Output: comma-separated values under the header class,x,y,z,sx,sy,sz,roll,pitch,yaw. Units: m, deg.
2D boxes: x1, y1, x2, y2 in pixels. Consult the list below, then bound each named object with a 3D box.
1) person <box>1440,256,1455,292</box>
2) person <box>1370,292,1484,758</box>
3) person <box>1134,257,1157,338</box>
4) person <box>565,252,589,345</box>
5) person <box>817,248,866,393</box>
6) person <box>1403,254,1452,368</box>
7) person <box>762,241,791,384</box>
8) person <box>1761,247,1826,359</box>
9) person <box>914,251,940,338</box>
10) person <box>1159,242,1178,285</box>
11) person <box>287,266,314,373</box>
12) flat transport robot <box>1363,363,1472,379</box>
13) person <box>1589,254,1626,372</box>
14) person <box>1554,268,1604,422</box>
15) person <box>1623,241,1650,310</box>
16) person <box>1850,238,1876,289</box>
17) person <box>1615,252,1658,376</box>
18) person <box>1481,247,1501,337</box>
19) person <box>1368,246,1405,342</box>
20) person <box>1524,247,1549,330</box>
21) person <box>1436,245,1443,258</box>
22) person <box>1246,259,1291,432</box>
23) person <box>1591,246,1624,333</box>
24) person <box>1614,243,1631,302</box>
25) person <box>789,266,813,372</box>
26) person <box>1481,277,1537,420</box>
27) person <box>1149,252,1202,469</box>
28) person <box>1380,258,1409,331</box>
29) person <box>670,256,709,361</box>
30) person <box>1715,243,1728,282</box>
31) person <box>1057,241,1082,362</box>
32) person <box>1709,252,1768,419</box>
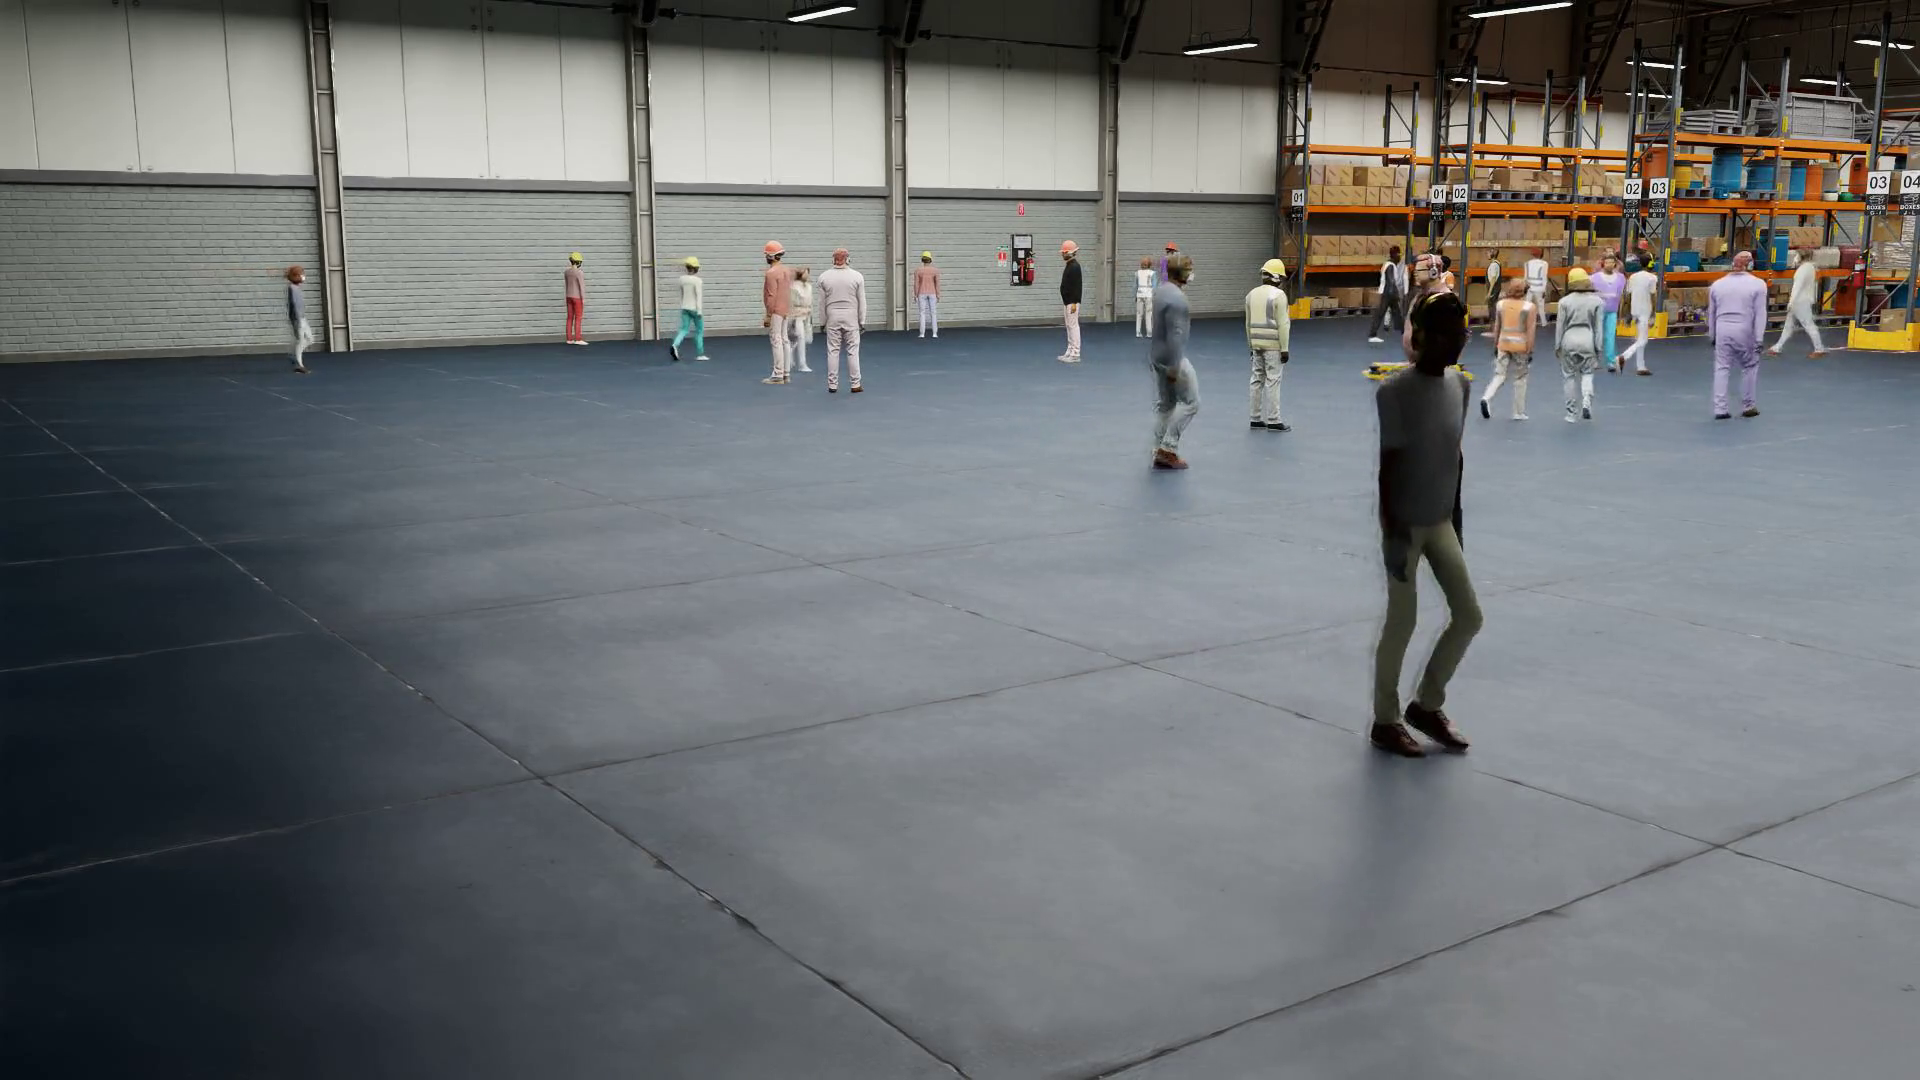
class,x,y,z,sx,sy,sz,roll,pitch,yaw
person,9.144,-4.522,31.491,0.319,1.697,0.533,-2,11,-13
person,1.834,-0.041,6.531,0.538,1.842,0.476,-6,12,-29
person,3.784,-4.940,33.938,0.520,1.639,0.312,8,13,39
person,-7.322,-4.601,31.759,0.520,1.761,0.334,7,13,36
person,-1.550,-2.898,22.018,0.640,1.909,0.409,1,10,4
person,4.026,-1.508,14.396,0.399,1.909,0.642,-2,10,-8
person,-2.584,-3.188,23.357,0.379,1.996,0.610,3,11,17
person,14.220,-4.003,28.150,1.043,1.884,0.653,7,12,34
person,-0.675,-4.974,33.787,0.527,1.765,0.328,-1,10,-8
person,4.833,-5.886,38.335,0.374,1.928,0.543,-8,13,-38
person,-9.977,-3.331,25.174,0.345,1.617,0.519,-2,11,-12
flat transport robot,6.590,-2.442,24.000,1.431,0.197,0.652,1,10,4
person,9.944,-3.504,25.662,0.583,1.791,0.993,1,10,7
person,6.874,-2.163,18.509,0.488,1.717,0.372,2,11,11
person,15.170,-5.695,37.213,0.691,1.951,1.069,-9,14,-42
person,23.415,-6.805,43.081,0.641,2.031,0.535,6,12,28
person,10.002,-3.325,24.551,0.729,1.849,0.496,-4,11,-22
person,10.981,-5.114,34.327,0.343,1.847,0.506,5,12,28
person,8.497,-4.789,32.483,1.020,1.864,0.618,4,11,19
person,12.609,-5.487,36.413,0.978,1.830,0.600,-9,14,-40
person,12.297,-6.619,42.417,0.928,1.893,0.562,-4,11,-20
person,3.288,-2.058,17.641,0.403,1.822,0.589,-6,12,-31
person,13.405,-5.144,34.461,0.683,1.851,0.980,2,11,13
person,14.356,-5.522,36.362,0.511,1.915,0.565,-9,14,-41
person,-2.478,-3.386,25.458,0.542,1.622,0.523,7,12,32
person,6.150,-2.127,18.582,0.662,1.619,0.533,-9,14,-41
person,1.897,-1.558,14.643,0.445,1.924,0.629,-1,10,-7
person,9.537,-5.481,36.537,0.610,1.782,0.950,3,11,16
person,-4.475,-3.814,27.471,0.528,1.743,0.735,7,12,33
person,17.954,-6.017,39.141,0.785,1.901,0.589,-8,13,-39
person,1.818,-3.936,27.468,0.388,1.990,0.622,-2,10,-8
person,8.880,-2.321,18.908,0.811,1.877,0.680,-9,14,-42
